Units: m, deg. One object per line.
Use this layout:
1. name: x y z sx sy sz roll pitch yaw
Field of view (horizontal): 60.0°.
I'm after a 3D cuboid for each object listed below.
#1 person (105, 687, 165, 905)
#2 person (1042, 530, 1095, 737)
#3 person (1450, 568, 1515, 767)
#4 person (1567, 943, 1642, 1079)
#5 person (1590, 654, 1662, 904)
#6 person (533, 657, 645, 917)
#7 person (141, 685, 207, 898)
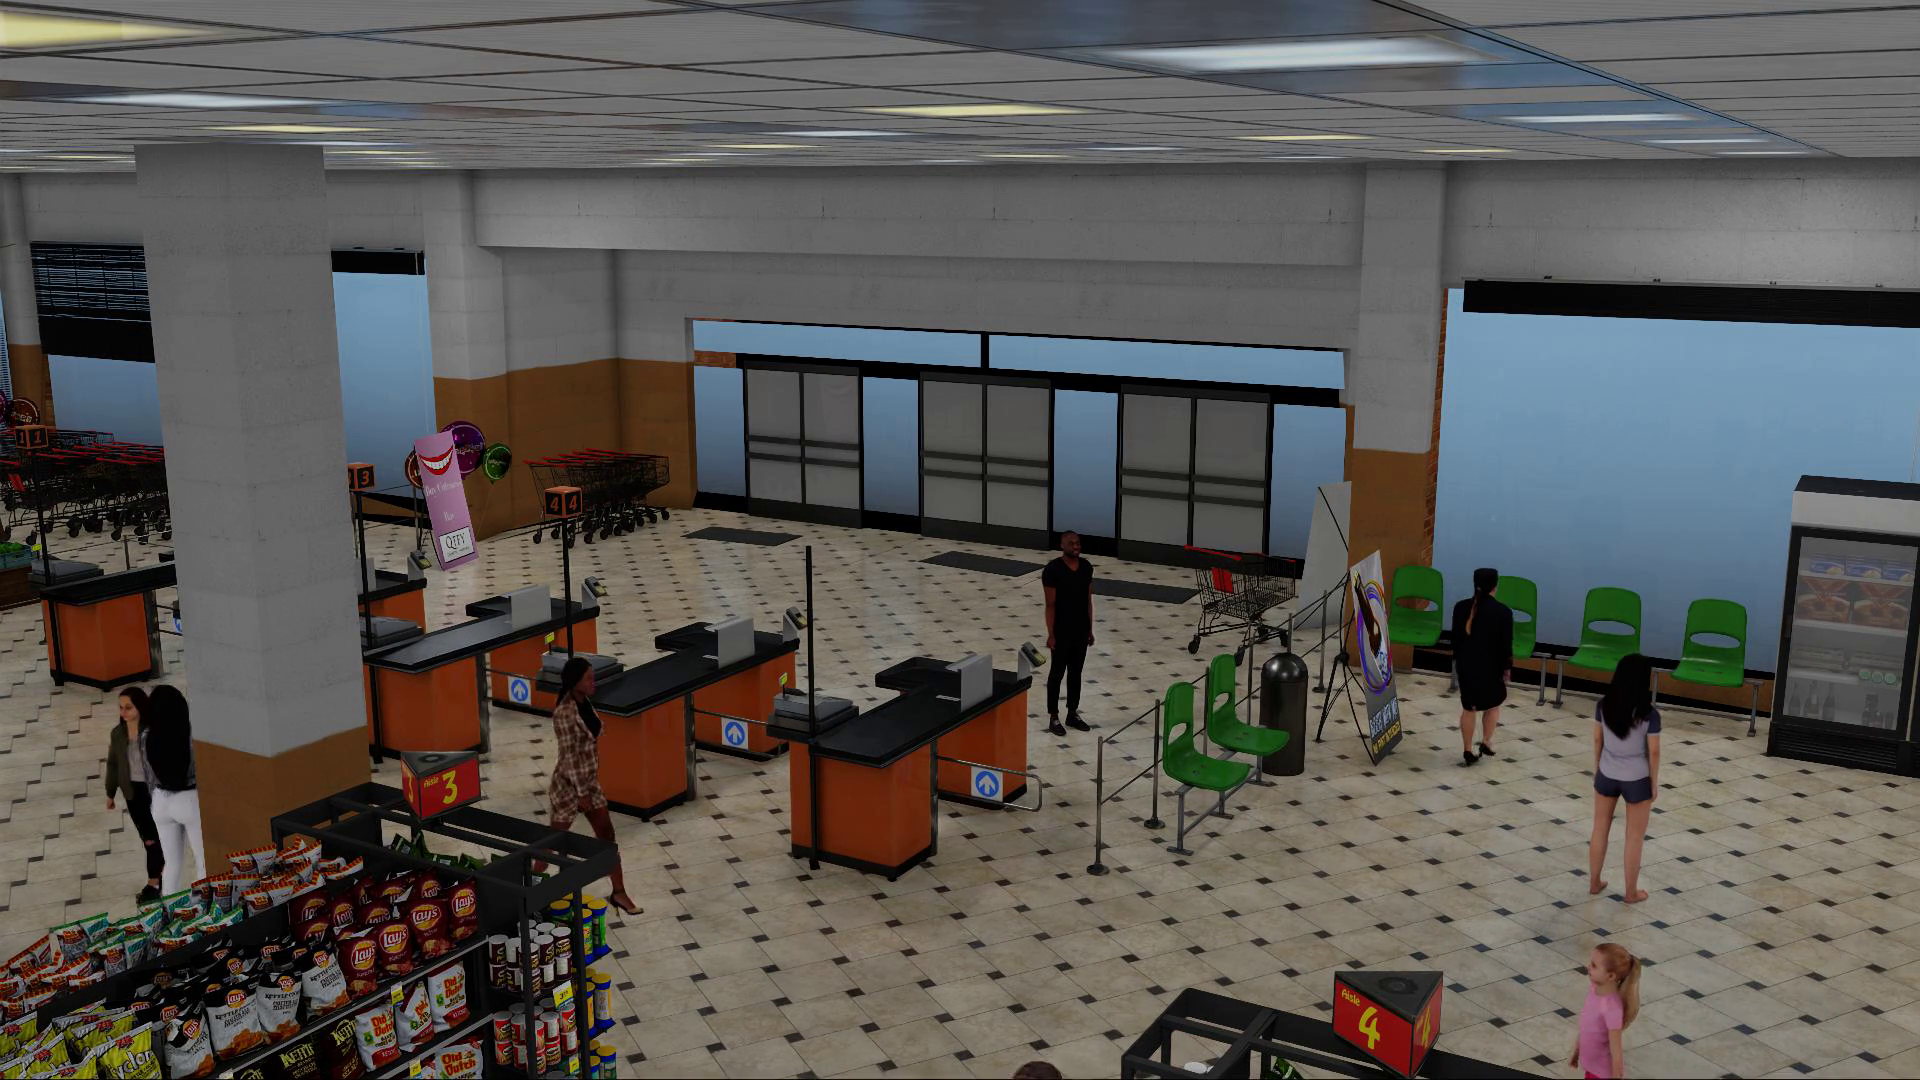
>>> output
1. person: -5.509 1.696 11.337 0.726 1.467 0.810 2 12 10
2. person: 0.956 0.800 14.732 0.683 1.820 0.809 -7 14 -30
3. person: 4.275 1.080 13.788 0.768 1.662 0.739 9 15 38
4. person: 3.125 2.528 7.935 0.756 1.239 0.899 2 12 10
5. person: 4.482 1.593 11.241 0.644 1.706 0.595 11 16 43
6. person: -2.596 1.652 10.868 0.770 1.745 1.050 4 13 18
7. person: -4.930 1.738 10.554 0.715 1.706 0.687 3 12 14
